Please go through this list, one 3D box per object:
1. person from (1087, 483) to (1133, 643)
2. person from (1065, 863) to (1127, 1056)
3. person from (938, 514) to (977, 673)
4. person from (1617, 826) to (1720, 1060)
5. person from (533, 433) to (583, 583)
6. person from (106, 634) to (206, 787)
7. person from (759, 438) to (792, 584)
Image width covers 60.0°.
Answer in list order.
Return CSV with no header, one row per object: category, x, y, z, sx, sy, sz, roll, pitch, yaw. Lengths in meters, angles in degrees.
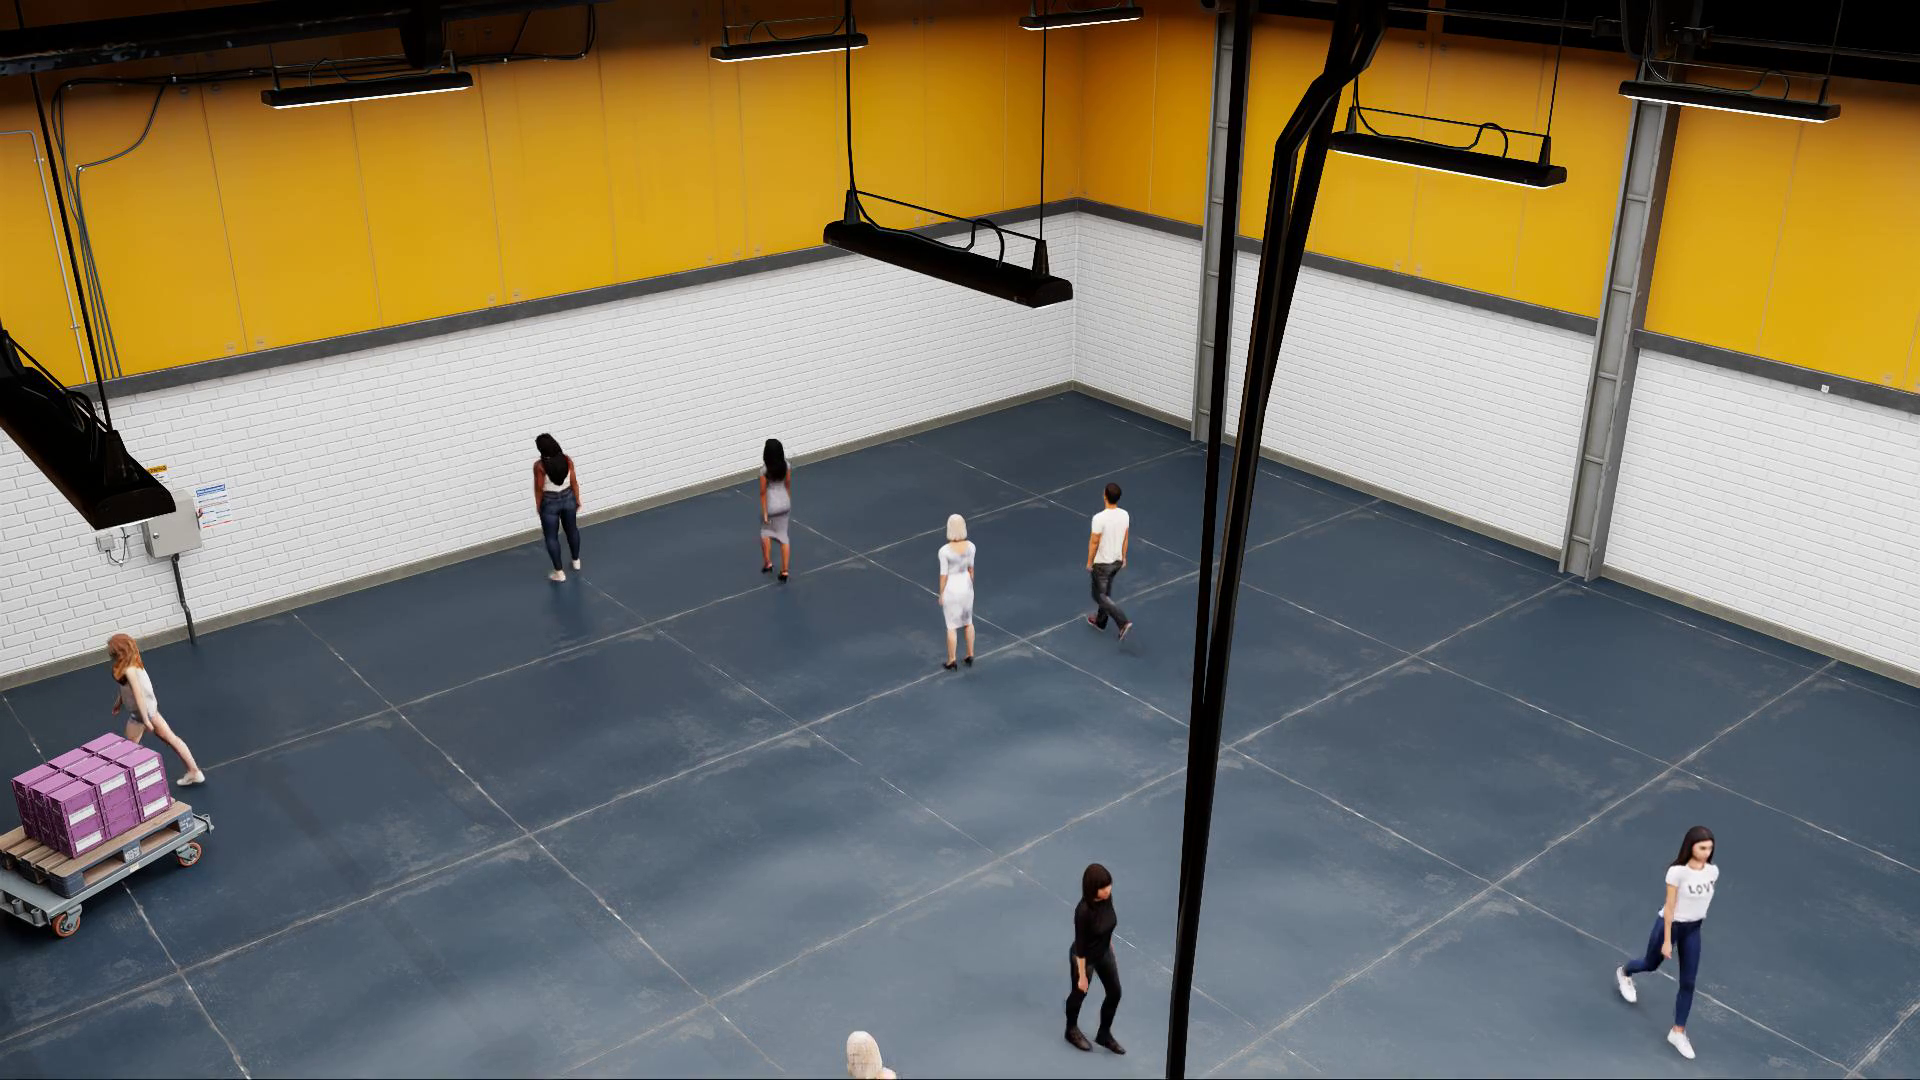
person,1.648,0.267,18.085,0.644,1.780,0.992,-17,29,-33
person,0.887,2.995,12.043,0.718,1.621,0.647,21,31,39
person,-0.023,0.551,17.475,0.611,1.750,0.576,-11,26,-24
person,5.202,2.848,12.232,0.947,1.740,1.200,-5,24,-10
person,-4.757,-0.396,19.590,0.760,1.790,0.909,-7,25,-16
person,-7.346,1.582,15.183,0.910,1.695,1.096,-7,25,-16
person,-2.103,-0.317,19.440,0.663,1.765,0.762,-12,26,-26
